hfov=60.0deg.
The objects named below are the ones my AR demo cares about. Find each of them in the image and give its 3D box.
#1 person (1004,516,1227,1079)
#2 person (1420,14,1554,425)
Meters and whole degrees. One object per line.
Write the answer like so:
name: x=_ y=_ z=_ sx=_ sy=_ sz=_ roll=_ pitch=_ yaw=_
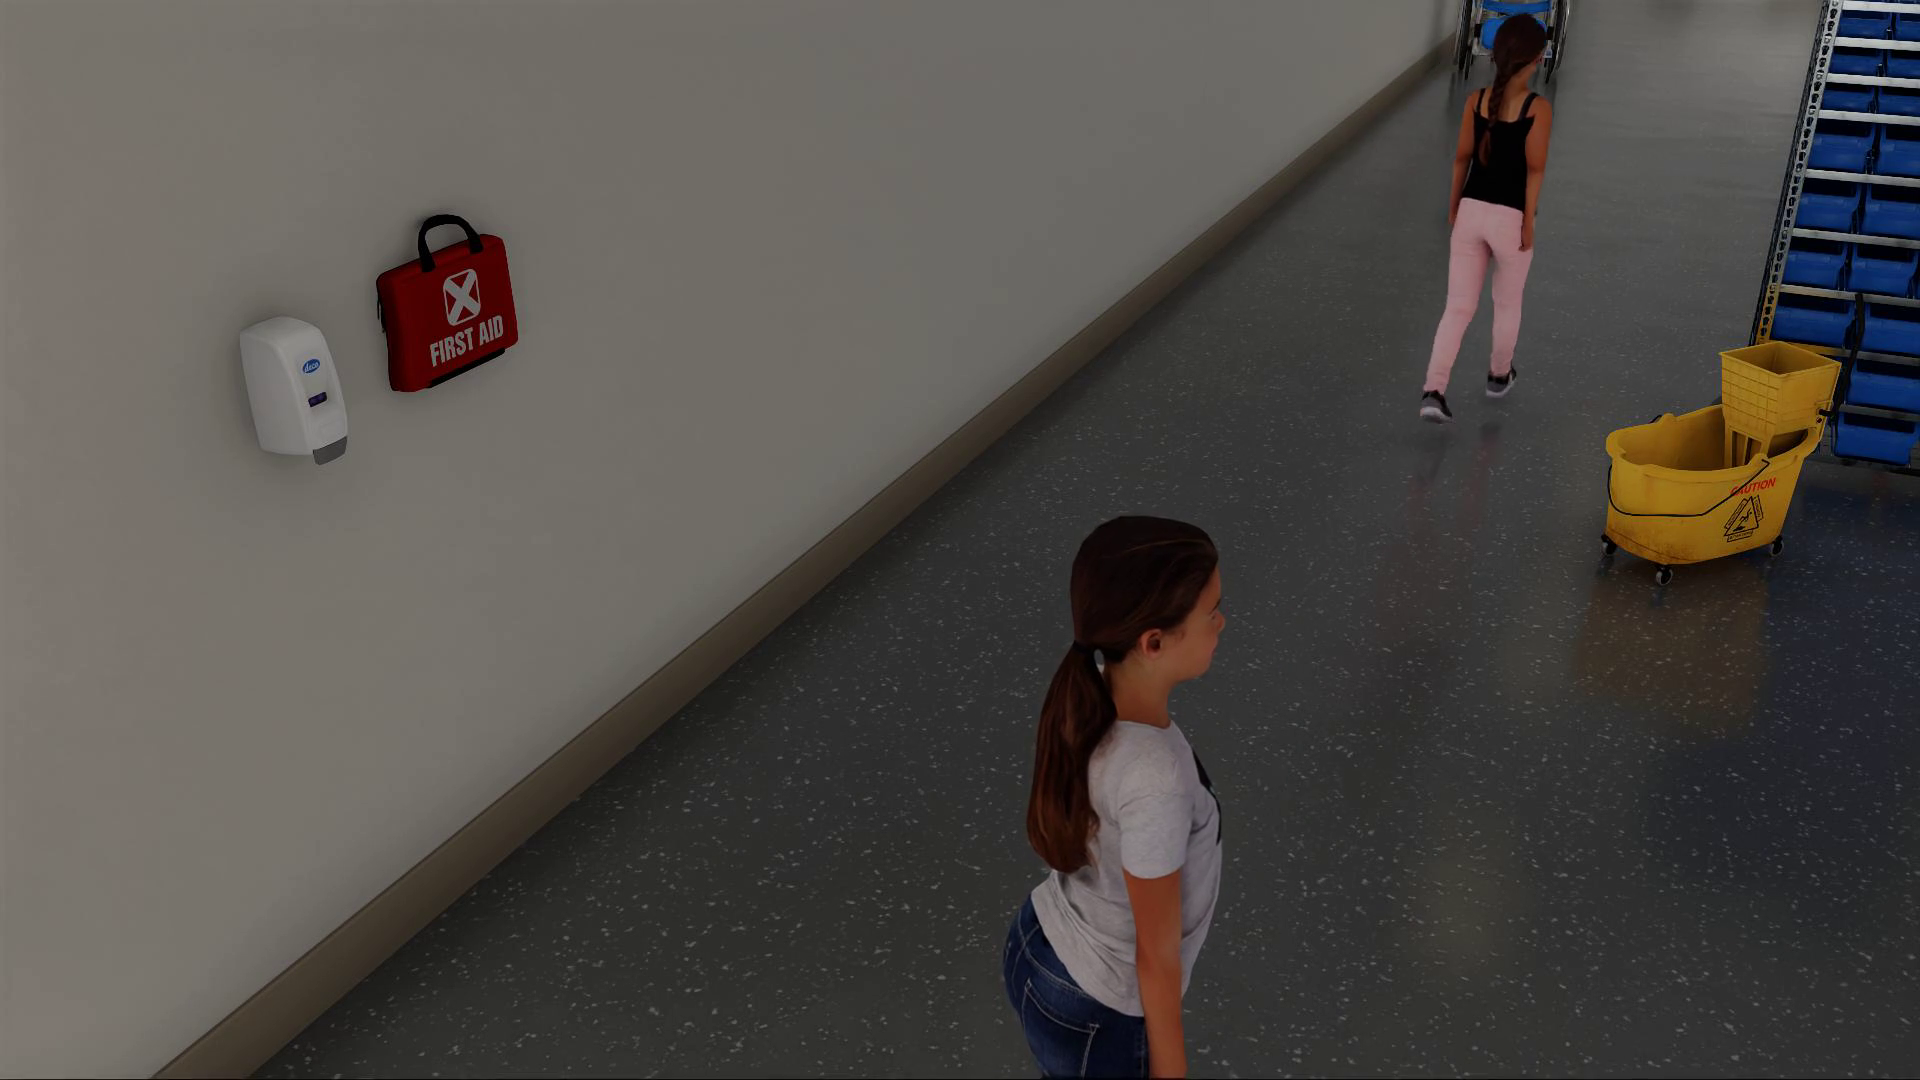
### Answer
person: x=0.215 y=0.667 z=2.479 sx=0.670 sy=1.561 sz=0.621 roll=-6 pitch=26 yaw=-12
person: x=1.993 y=-1.159 z=6.302 sx=1.044 sy=1.529 sz=0.711 roll=17 pitch=30 yaw=31
